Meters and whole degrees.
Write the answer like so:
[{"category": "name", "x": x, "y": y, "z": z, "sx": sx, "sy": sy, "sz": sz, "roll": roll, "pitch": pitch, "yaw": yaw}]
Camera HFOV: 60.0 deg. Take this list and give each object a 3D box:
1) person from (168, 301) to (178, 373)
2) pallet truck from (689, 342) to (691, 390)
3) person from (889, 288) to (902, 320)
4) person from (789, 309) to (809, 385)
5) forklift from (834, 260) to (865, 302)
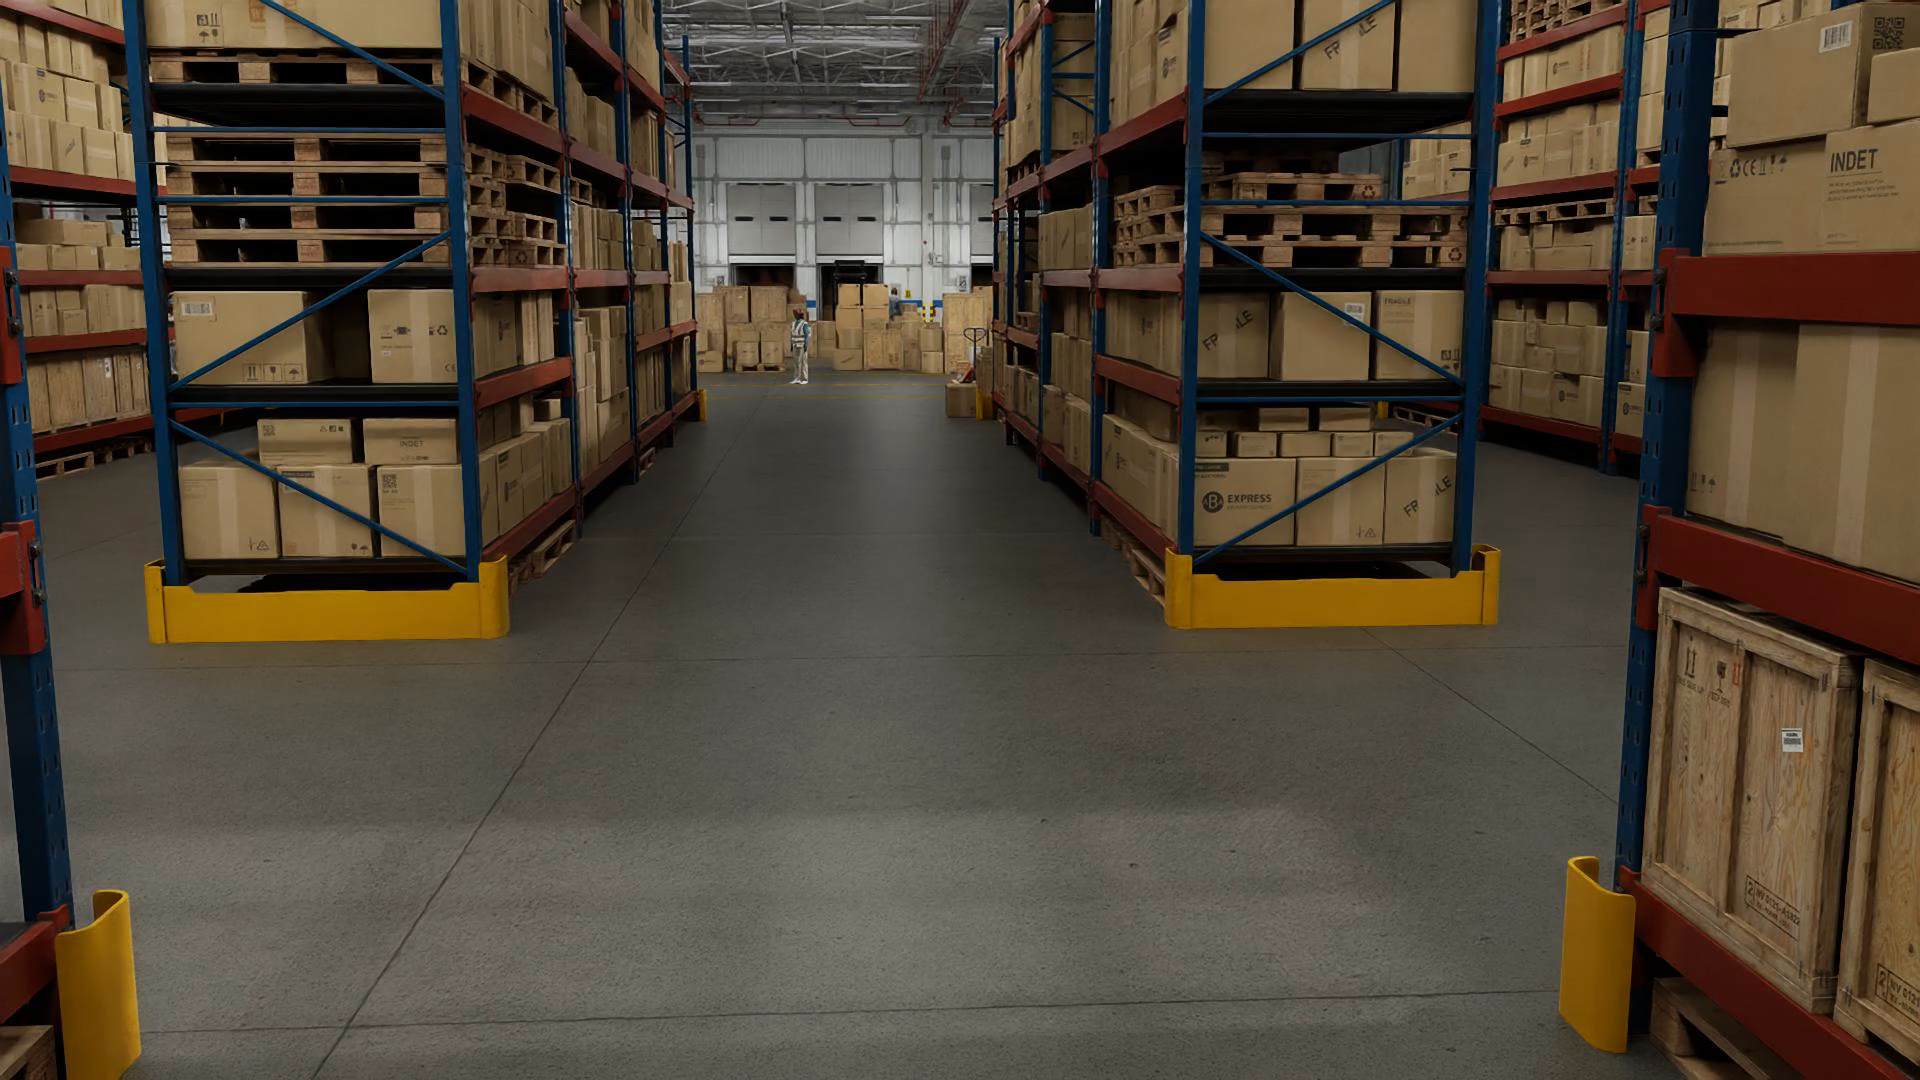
[{"category": "person", "x": -15.109, "y": -3.672, "z": 32.066, "sx": 0.648, "sy": 1.864, "sz": 0.588, "roll": 9, "pitch": 13, "yaw": 43}, {"category": "pallet truck", "x": -5.225, "y": -3.008, "z": 27.480, "sx": 1.885, "sy": 1.965, "sz": 0.823, "roll": 2, "pitch": 9, "yaw": 14}, {"category": "person", "x": -2.311, "y": -7.812, "z": 57.885, "sx": 0.639, "sy": 1.927, "sz": 0.387, "roll": 3, "pitch": 10, "yaw": 20}, {"category": "person", "x": -3.469, "y": -4.172, "z": 35.914, "sx": 0.525, "sy": 1.639, "sz": 0.307, "roll": 8, "pitch": 12, "yaw": 43}, {"category": "forklift", "x": -3.397, "y": -7.252, "z": 51.369, "sx": 1.129, "sy": 2.768, "sz": 1.873, "roll": -1, "pitch": 9, "yaw": -4}]
